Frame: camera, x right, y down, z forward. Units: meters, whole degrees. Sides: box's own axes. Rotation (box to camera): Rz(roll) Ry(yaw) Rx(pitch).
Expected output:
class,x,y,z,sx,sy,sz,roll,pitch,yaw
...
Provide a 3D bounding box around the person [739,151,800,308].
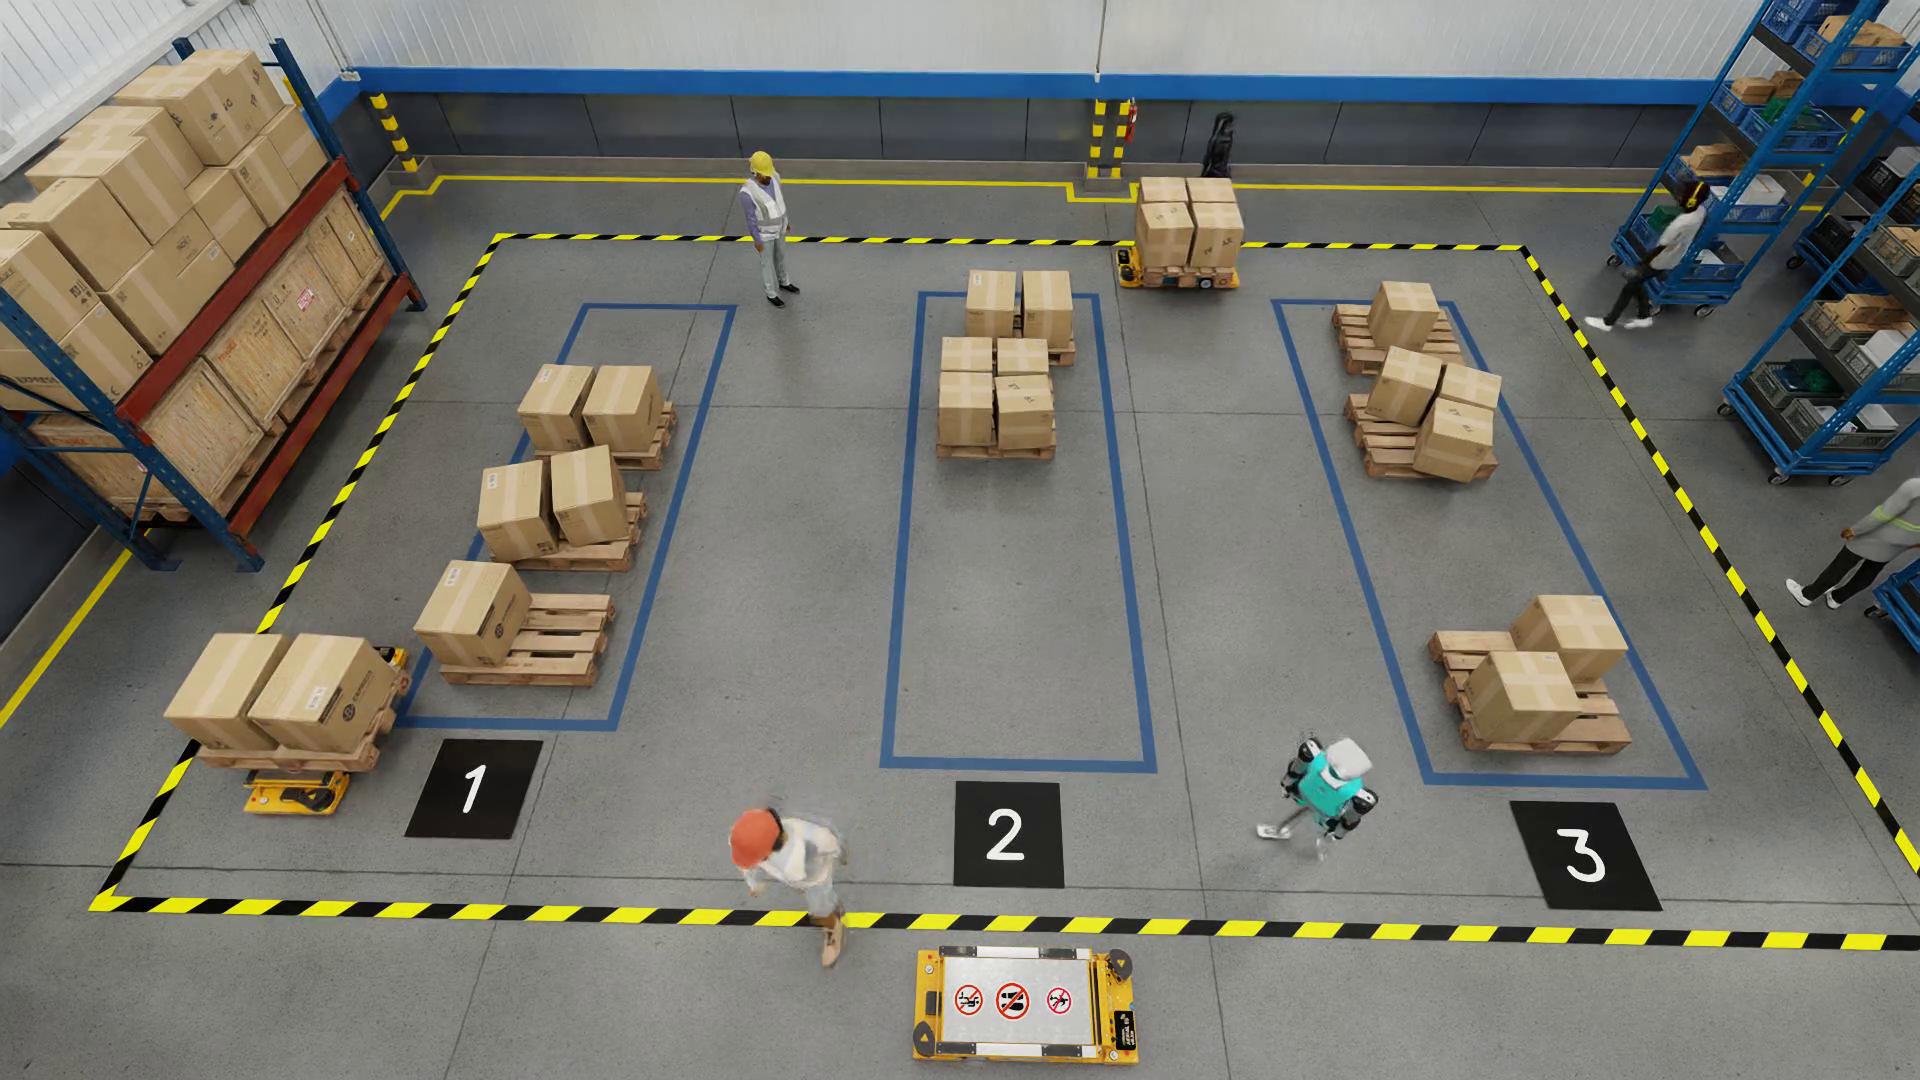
class,x,y,z,sx,sy,sz,roll,pitch,yaw
person,-2.129,-3.508,10.343,0.403,1.822,0.588,25,55,19

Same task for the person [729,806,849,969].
class,x,y,z,sx,sy,sz,roll,pitch,yaw
person,-1.031,2.070,5.691,0.611,1.987,0.755,7,51,6

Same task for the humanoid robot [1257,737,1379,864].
class,x,y,z,sx,sy,sz,roll,pitch,yaw
humanoid robot,2.487,1.695,6.155,0.779,1.769,0.540,-31,57,-23

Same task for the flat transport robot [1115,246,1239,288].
class,x,y,z,sx,sy,sz,roll,pitch,yaw
flat transport robot,2.656,-3.367,11.212,1.431,0.197,0.652,1,51,1

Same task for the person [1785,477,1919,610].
class,x,y,z,sx,sy,sz,roll,pitch,yaw
person,7.646,-0.087,7.535,0.599,1.850,0.391,8,51,7

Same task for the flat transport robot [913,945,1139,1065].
class,x,y,z,sx,sy,sz,roll,pitch,yaw
flat transport robot,0.422,3.041,6.007,1.431,0.231,0.659,1,51,1

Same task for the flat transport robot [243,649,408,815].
class,x,y,z,sx,sy,sz,roll,pitch,yaw
flat transport robot,-5.030,1.457,7.280,0.652,0.197,1.431,1,51,1

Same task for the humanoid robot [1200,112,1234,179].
class,x,y,z,sx,sy,sz,roll,pitch,yaw
humanoid robot,3.096,-4.434,11.218,0.778,1.620,0.583,-8,51,-7

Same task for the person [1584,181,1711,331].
class,x,y,z,sx,sy,sz,roll,pitch,yaw
person,7.557,-2.997,9.909,0.576,1.845,0.669,-34,58,-24
